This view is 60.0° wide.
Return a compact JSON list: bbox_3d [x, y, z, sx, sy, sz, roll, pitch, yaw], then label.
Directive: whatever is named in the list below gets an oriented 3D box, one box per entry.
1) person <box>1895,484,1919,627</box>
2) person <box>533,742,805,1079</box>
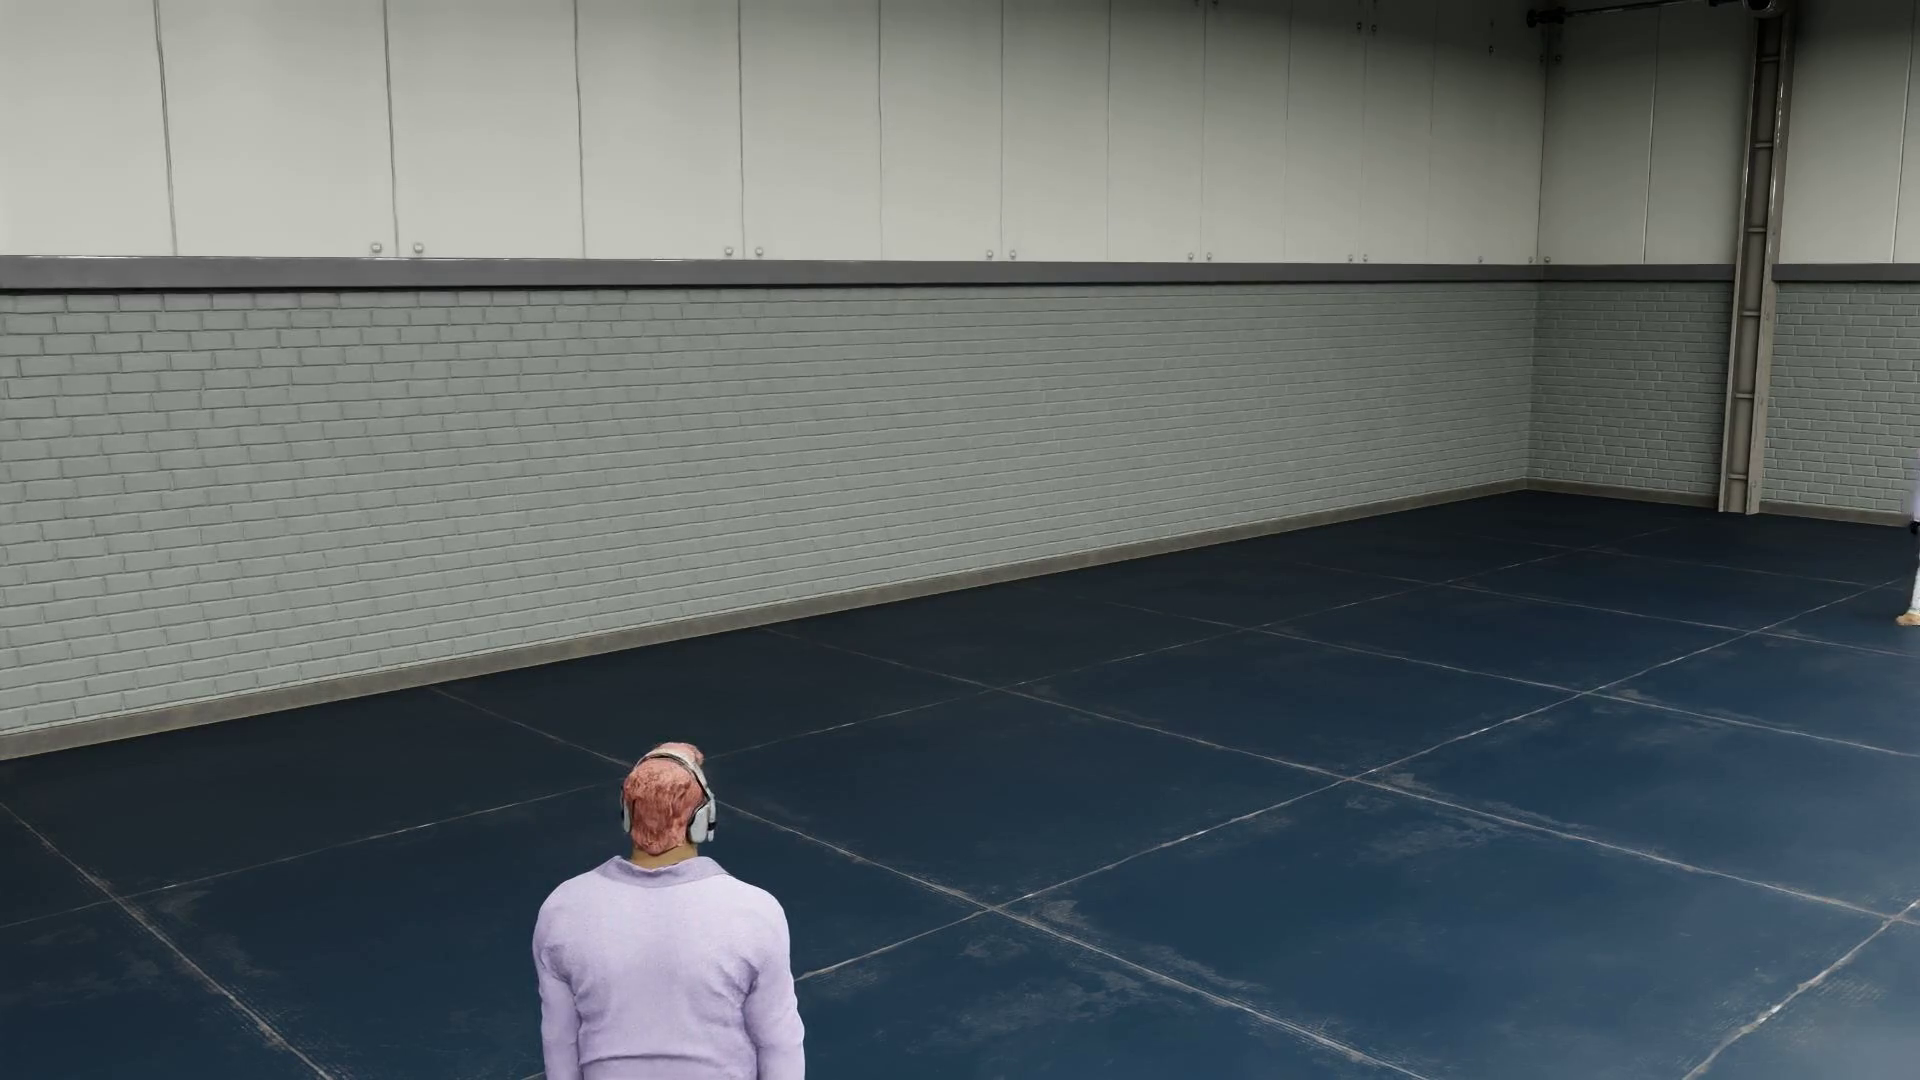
[{"bbox_3d":[8.418,-0.122,14.101,0.577,1.804,0.693,-7,11,-35],"label":"person"},{"bbox_3d":[-0.689,1.433,4.095,0.642,1.908,0.408,1,9,6],"label":"person"}]
